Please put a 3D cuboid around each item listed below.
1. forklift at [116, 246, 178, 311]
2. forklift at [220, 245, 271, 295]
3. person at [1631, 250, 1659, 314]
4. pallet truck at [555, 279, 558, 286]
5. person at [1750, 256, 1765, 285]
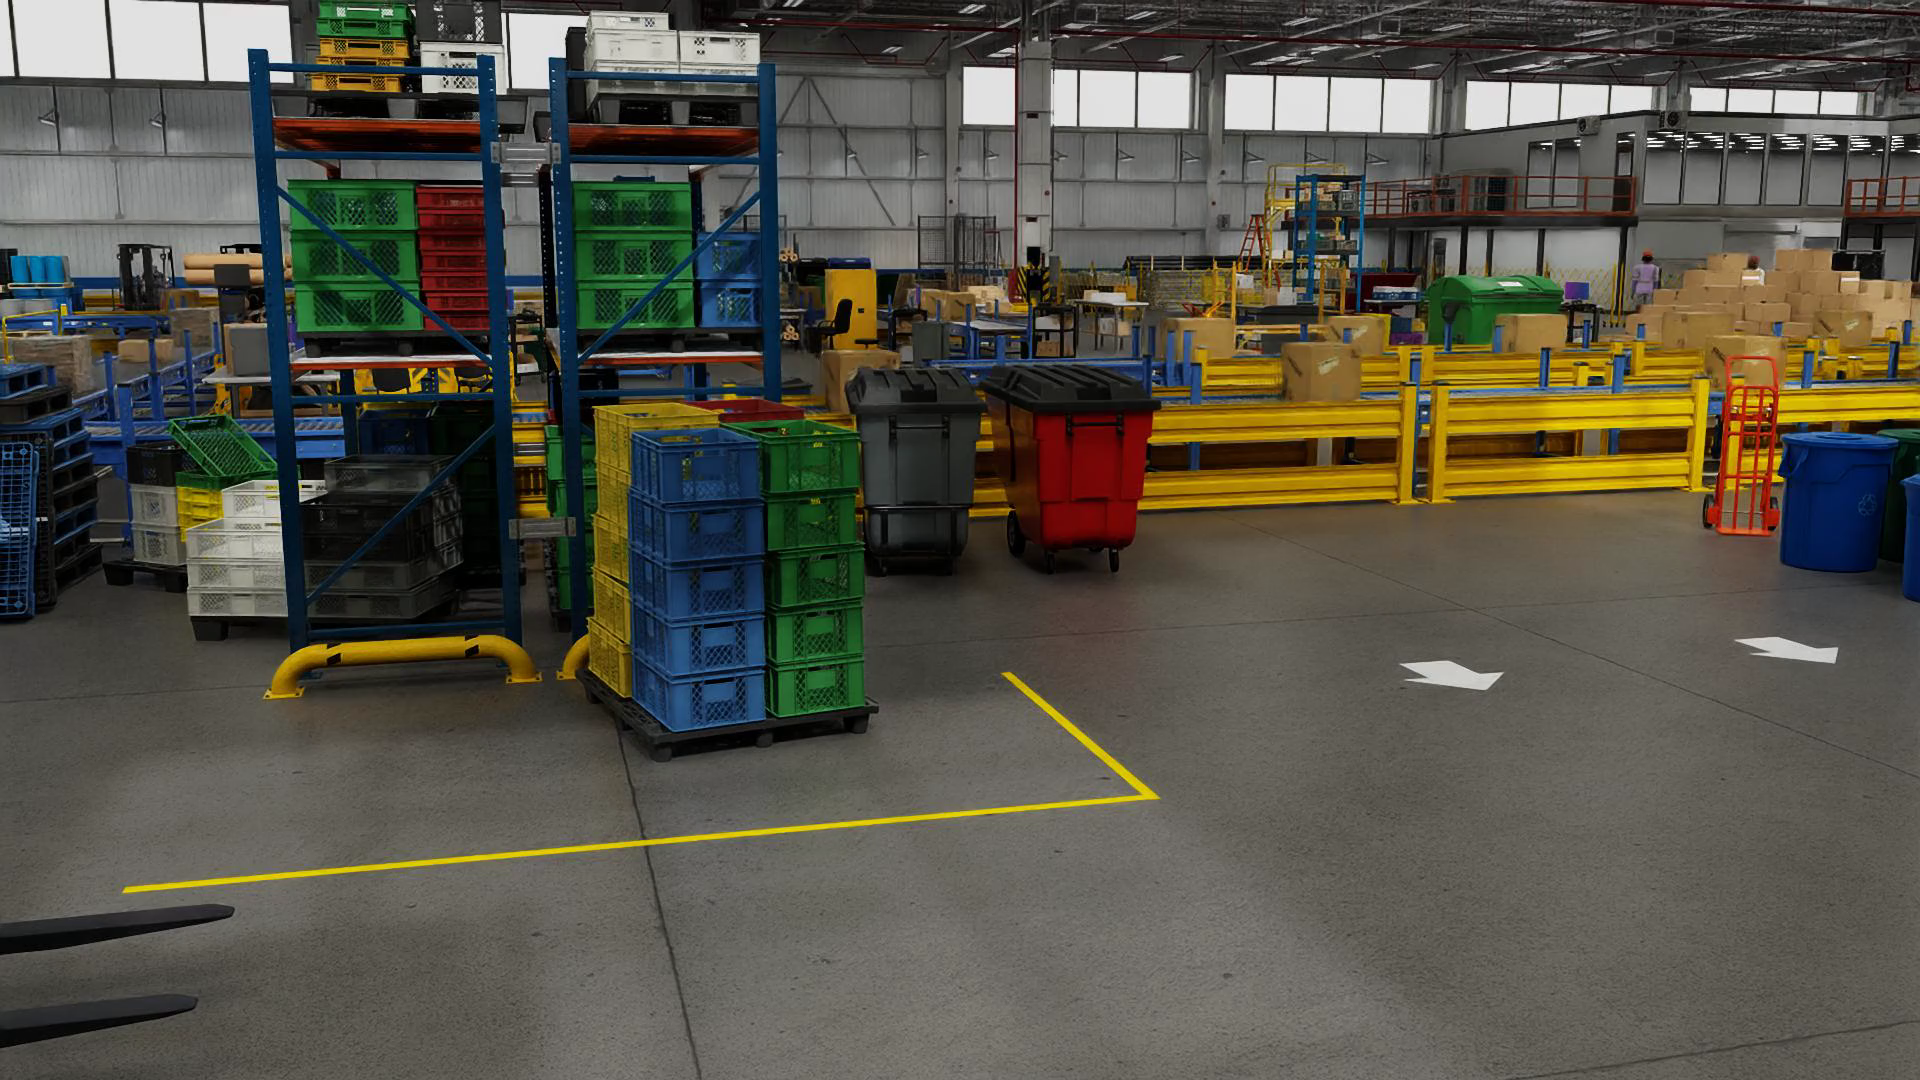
[{"bbox_3d":[-19.966,-6.232,40.894,1.157,1.987,2.680,-3,10,-15],"label":"forklift"},{"bbox_3d":[-17.749,-6.334,41.440,1.157,1.987,2.680,-3,10,-17],"label":"forklift"},{"bbox_3d":[17.010,-6.174,41.331,0.607,2.038,0.395,2,10,9],"label":"person"},{"bbox_3d":[-10.604,-6.375,44.520,0.653,1.274,1.630,-3,10,-15],"label":"pallet truck"},{"bbox_3d":[19.766,-6.118,41.449,0.373,1.884,0.583,-2,10,-13],"label":"person"}]
